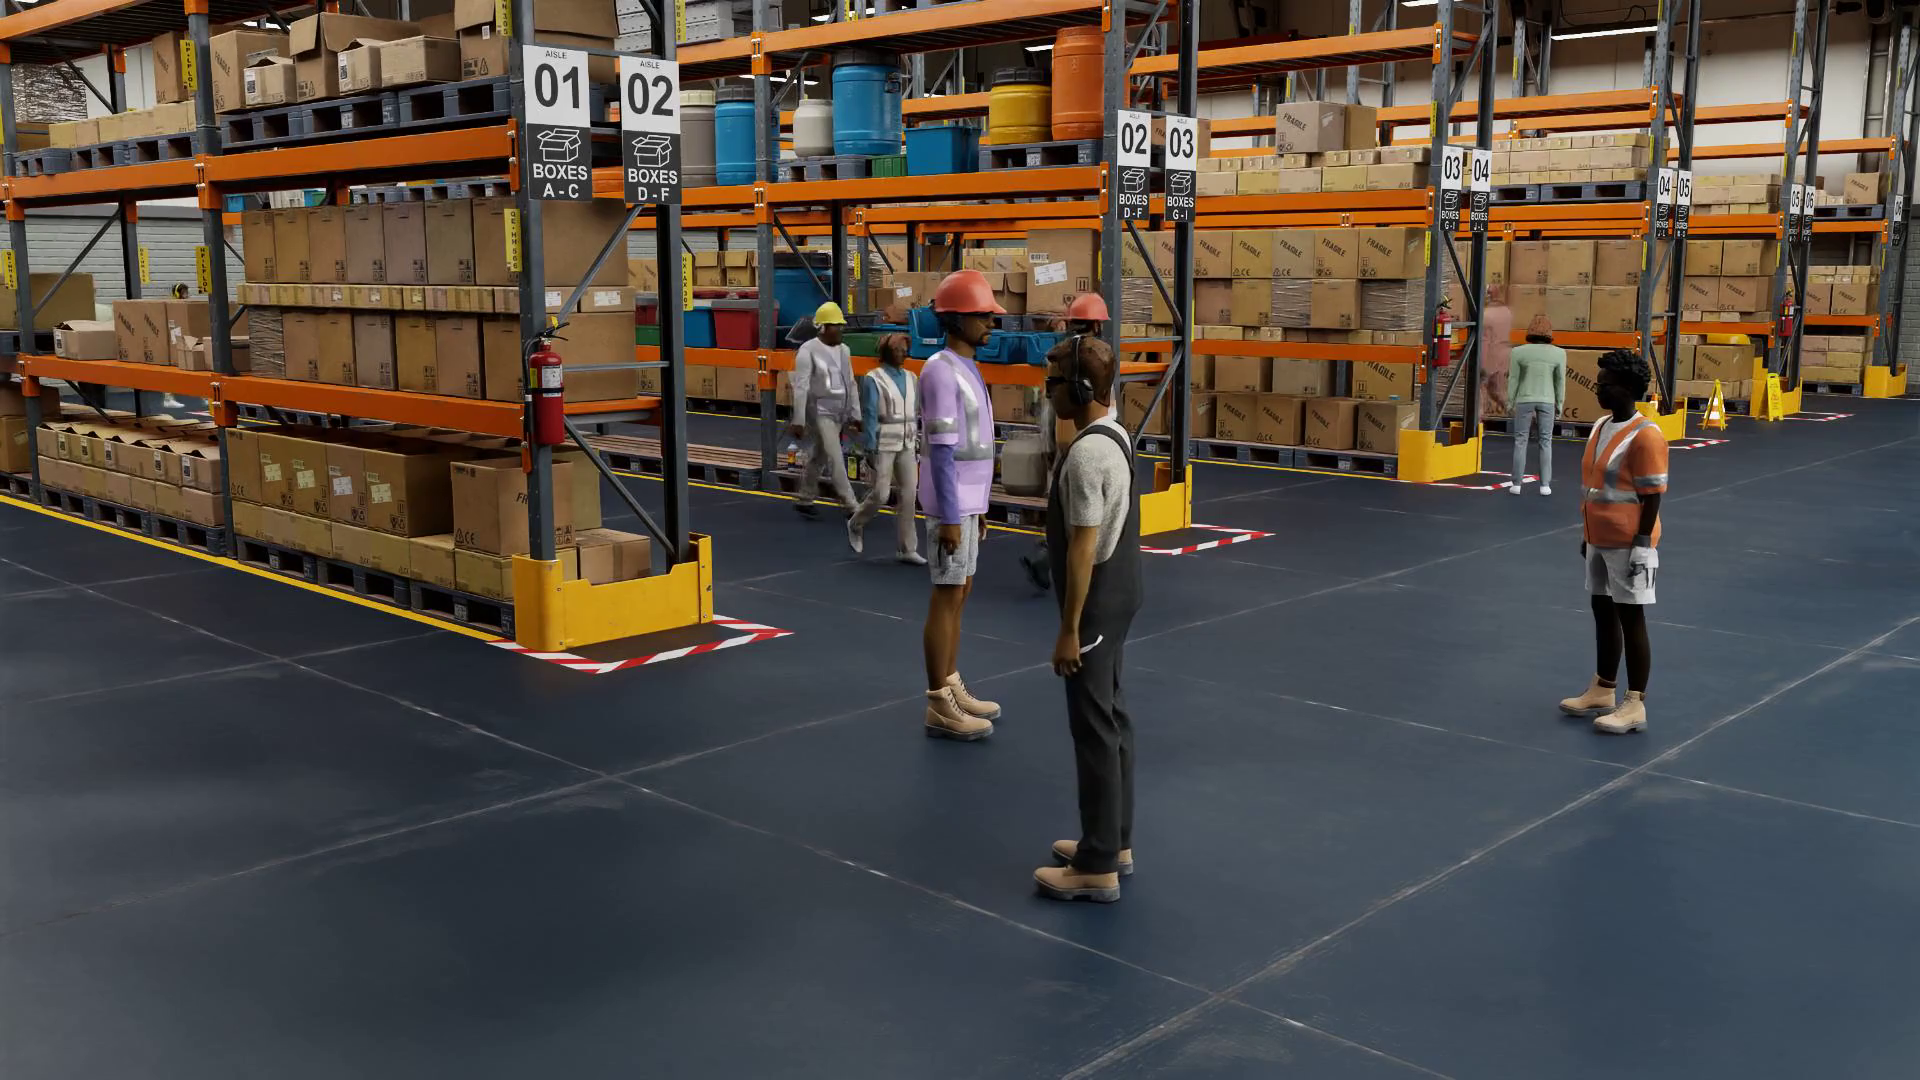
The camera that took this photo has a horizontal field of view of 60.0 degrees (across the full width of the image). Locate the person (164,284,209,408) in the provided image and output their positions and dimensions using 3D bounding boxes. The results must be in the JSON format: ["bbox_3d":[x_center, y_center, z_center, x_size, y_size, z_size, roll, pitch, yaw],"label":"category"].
[{"bbox_3d":[-11.434,-2.870,24.659,0.958,1.825,0.516,-1,9,-5],"label":"person"}]

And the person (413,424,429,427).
[{"bbox_3d":[-6.129,-1.882,18.696,0.616,1.777,0.873,-6,11,-34],"label":"person"}]

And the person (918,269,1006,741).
[{"bbox_3d":[0.013,-0.163,7.372,0.381,2.045,0.605,2,9,11],"label":"person"}]

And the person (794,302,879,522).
[{"bbox_3d":[-1.032,-1.018,13.416,0.922,1.782,0.616,6,11,32],"label":"person"}]

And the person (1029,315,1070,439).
[{"bbox_3d":[0.869,-1.253,15.306,0.547,1.623,0.360,-8,12,-41],"label":"person"}]

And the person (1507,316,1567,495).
[{"bbox_3d":[5.250,-1.226,15.165,0.498,1.627,0.273,2,10,14],"label":"person"}]

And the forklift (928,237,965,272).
[{"bbox_3d":[-0.326,-5.817,39.609,1.129,2.768,1.873,9,13,43],"label":"forklift"}]

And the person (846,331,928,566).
[{"bbox_3d":[-0.505,-0.645,11.592,0.613,1.619,0.526,9,13,43],"label":"person"}]

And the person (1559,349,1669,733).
[{"bbox_3d":[2.933,0.000,7.430,0.318,1.695,0.540,-1,9,-7],"label":"person"}]

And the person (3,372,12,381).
[{"bbox_3d":[-12.651,-2.458,21.993,1.037,1.854,0.599,9,13,43],"label":"person"}]

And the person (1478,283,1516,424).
[{"bbox_3d":[6.463,-2.159,20.107,0.652,1.881,0.733,-7,12,-38],"label":"person"}]

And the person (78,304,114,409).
[{"bbox_3d":[-10.303,-2.110,19.590,0.916,1.952,0.630,8,12,42],"label":"person"}]

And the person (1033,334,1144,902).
[{"bbox_3d":[0.433,0.247,5.493,0.330,1.839,0.502,3,10,15],"label":"person"}]

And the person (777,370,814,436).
[{"bbox_3d":[-1.969,-2.195,20.610,0.945,1.799,0.623,9,13,44],"label":"person"}]

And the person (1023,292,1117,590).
[{"bbox_3d":[0.729,-0.631,10.696,0.879,1.912,0.552,-8,12,-39],"label":"person"}]

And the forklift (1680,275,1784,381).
[{"bbox_3d":[12.480,-3.427,27.053,1.214,2.155,2.313,9,13,43],"label":"forklift"}]

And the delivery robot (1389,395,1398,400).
[{"bbox_3d":[5.174,-1.483,19.864,0.477,0.478,0.707,-8,12,-42],"label":"delivery robot"}]

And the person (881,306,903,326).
[{"bbox_3d":[-0.842,-1.944,19.595,0.529,1.609,0.672,-8,12,-39],"label":"person"}]
